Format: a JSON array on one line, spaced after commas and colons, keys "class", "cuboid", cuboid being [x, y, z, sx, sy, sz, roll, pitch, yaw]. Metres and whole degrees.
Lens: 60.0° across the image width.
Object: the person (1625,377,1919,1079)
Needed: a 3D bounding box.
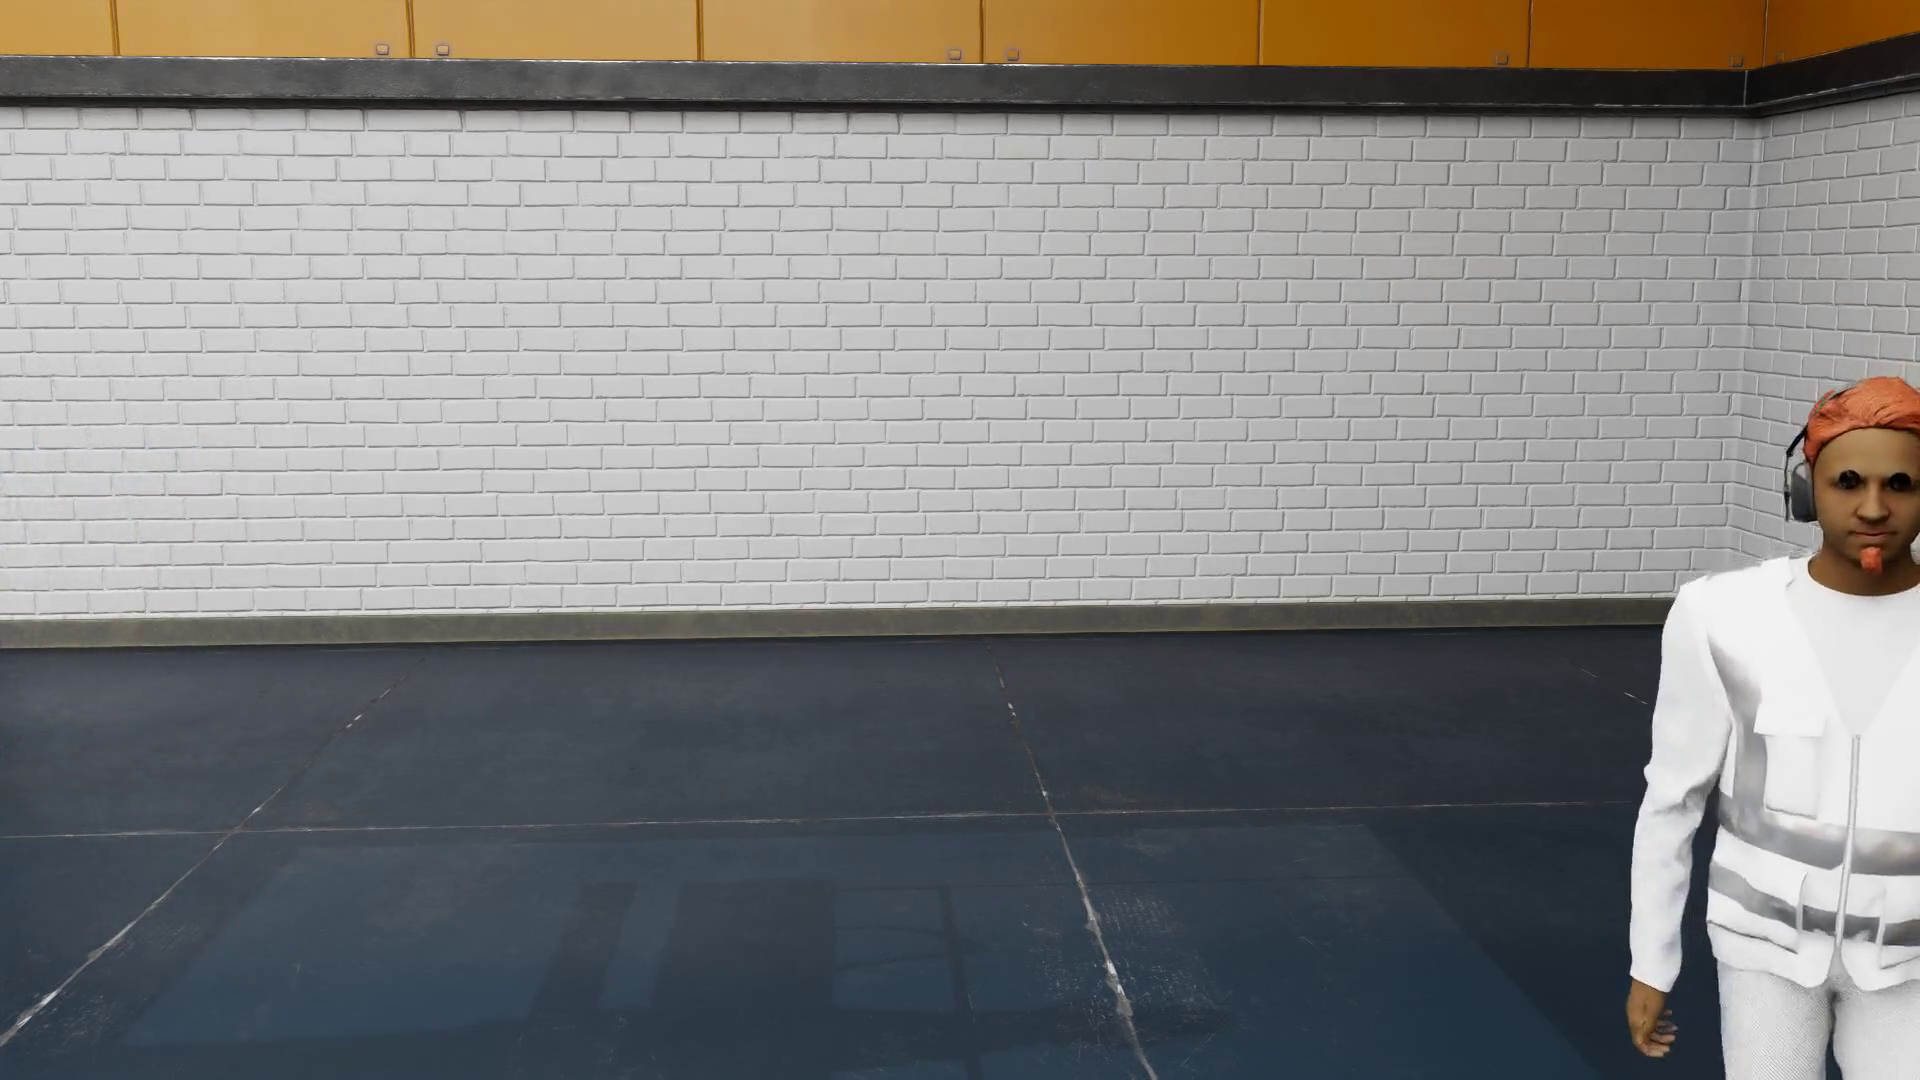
[{"class": "person", "cuboid": [1.379, 0.681, 2.634, 0.609, 1.864, 0.481, 5, 10, 28]}]
